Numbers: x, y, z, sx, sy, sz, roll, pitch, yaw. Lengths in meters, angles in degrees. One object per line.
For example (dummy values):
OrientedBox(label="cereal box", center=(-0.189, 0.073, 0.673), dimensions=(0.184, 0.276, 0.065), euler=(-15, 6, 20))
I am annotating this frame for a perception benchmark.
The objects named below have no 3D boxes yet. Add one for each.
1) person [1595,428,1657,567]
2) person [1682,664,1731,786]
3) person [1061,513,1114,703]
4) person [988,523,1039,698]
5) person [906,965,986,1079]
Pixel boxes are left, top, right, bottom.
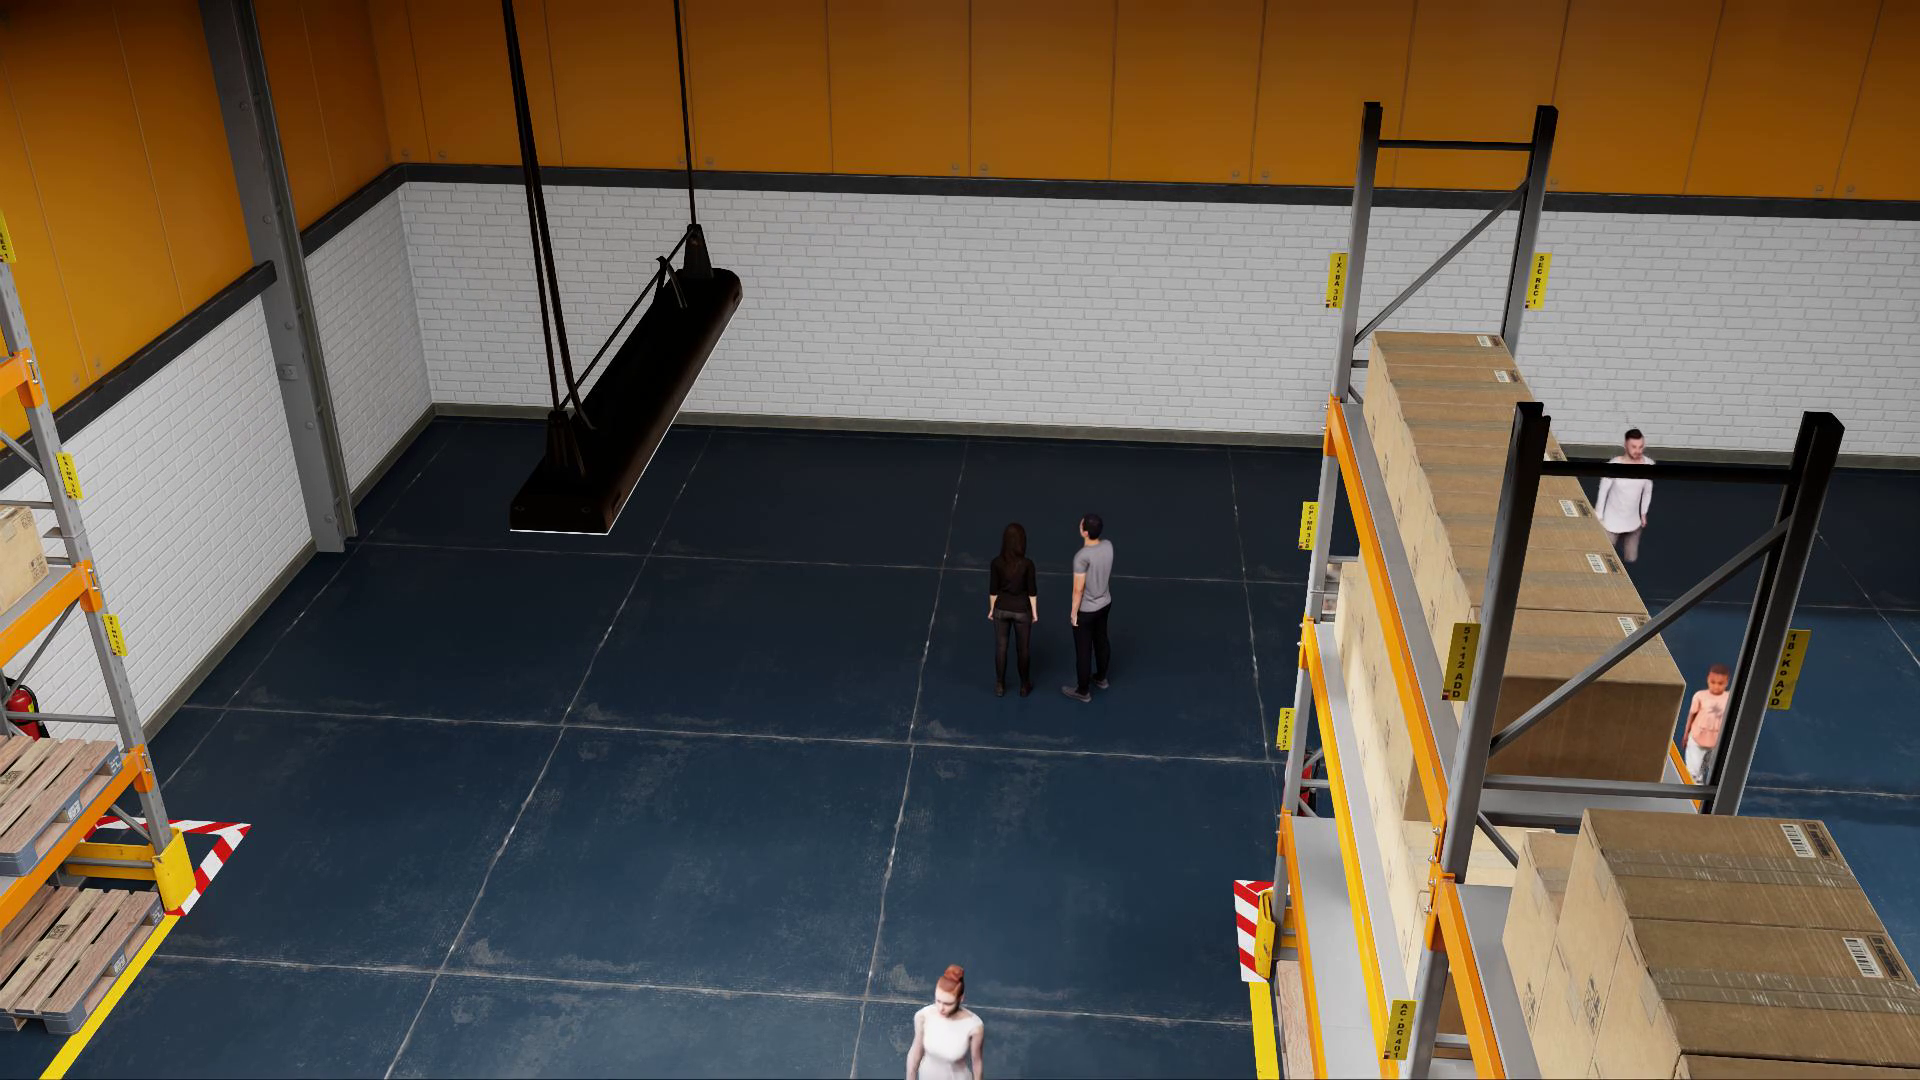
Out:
OrientedBox(label="person", center=(6.206, -0.257, 15.708), dimensions=(0.734, 1.831, 0.741), euler=(-2, 29, -4))
OrientedBox(label="person", center=(5.839, 1.523, 12.997), dimensions=(0.588, 1.302, 0.826), euler=(9, 30, 16))
OrientedBox(label="person", center=(1.135, 0.553, 14.303), dimensions=(0.749, 1.754, 0.667), euler=(24, 37, 37))
OrientedBox(label="person", center=(0.453, 0.614, 14.311), dimensions=(0.586, 1.640, 0.502), euler=(4, 29, 7))
OrientedBox(label="person", center=(-0.030, 3.099, 9.612), dimensions=(0.706, 1.776, 0.798), euler=(13, 31, 23))
